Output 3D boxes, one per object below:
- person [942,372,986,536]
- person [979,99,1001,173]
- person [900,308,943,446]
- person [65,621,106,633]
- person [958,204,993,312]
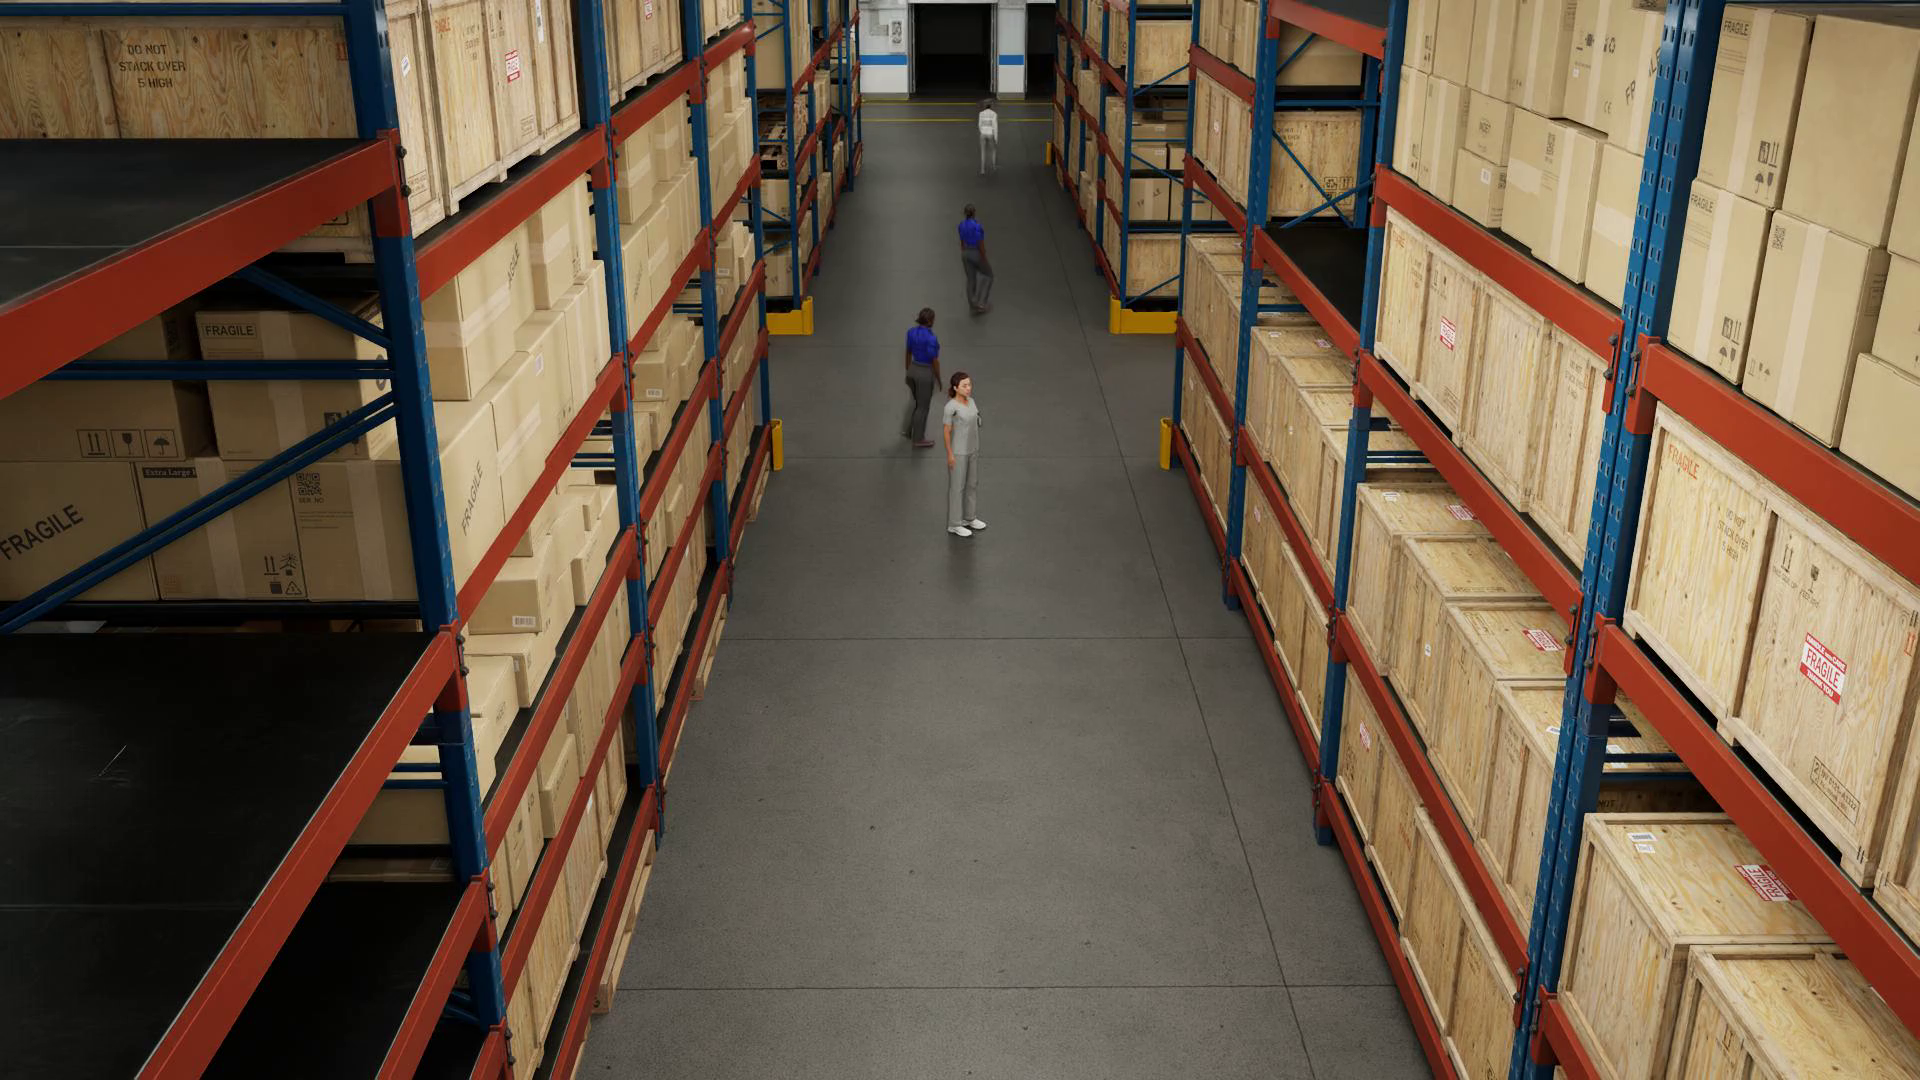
[{"bbox_3d":[0.037,-0.891,16.898,0.391,1.672,0.436,15,26,34],"label":"person"},{"bbox_3d":[0.675,-9.261,38.090,0.497,1.641,0.807,6,22,15],"label":"person"},{"bbox_3d":[-0.466,-1.897,19.421,0.435,1.652,0.466,-18,28,-38],"label":"person"},{"bbox_3d":[-6.572,0.827,12.648,0.496,1.603,0.316,2,22,4],"label":"person"},{"bbox_3d":[0.259,-4.361,25.683,0.540,1.651,0.433,14,26,32],"label":"person"}]
